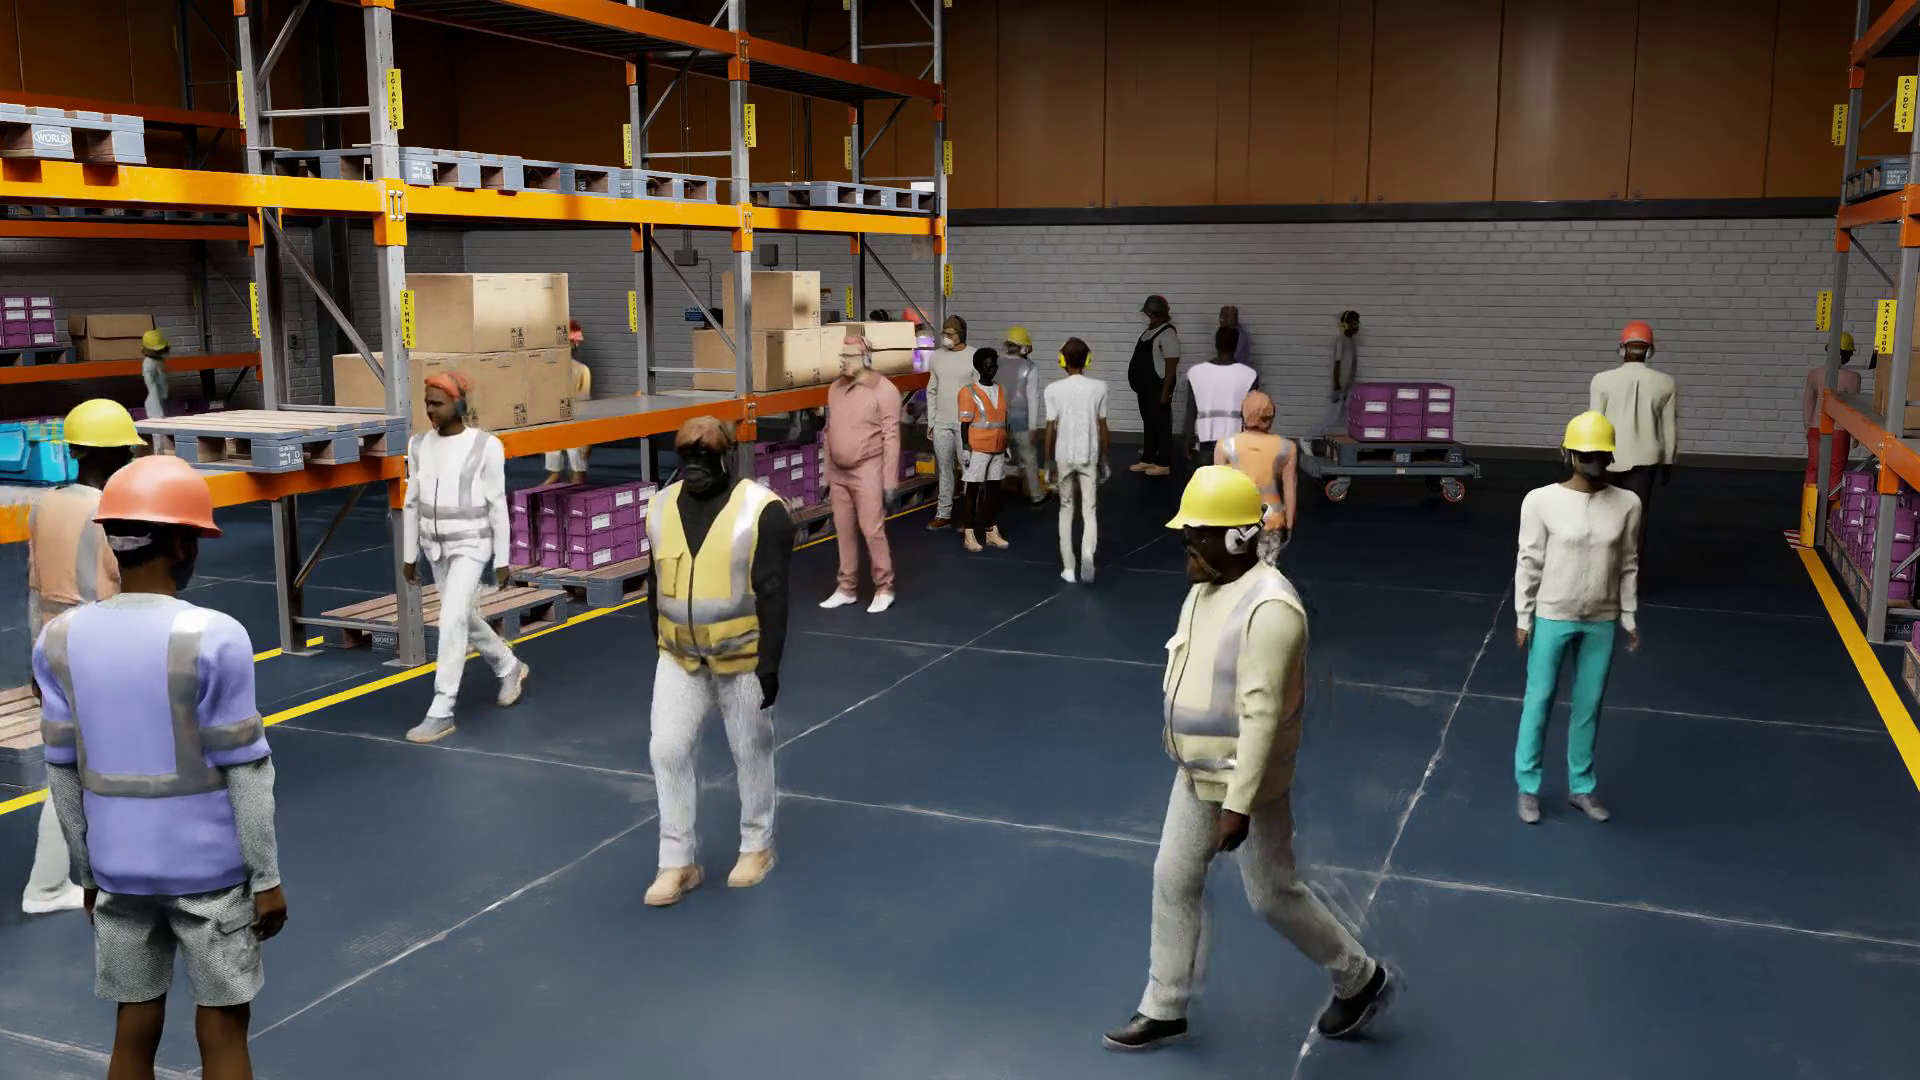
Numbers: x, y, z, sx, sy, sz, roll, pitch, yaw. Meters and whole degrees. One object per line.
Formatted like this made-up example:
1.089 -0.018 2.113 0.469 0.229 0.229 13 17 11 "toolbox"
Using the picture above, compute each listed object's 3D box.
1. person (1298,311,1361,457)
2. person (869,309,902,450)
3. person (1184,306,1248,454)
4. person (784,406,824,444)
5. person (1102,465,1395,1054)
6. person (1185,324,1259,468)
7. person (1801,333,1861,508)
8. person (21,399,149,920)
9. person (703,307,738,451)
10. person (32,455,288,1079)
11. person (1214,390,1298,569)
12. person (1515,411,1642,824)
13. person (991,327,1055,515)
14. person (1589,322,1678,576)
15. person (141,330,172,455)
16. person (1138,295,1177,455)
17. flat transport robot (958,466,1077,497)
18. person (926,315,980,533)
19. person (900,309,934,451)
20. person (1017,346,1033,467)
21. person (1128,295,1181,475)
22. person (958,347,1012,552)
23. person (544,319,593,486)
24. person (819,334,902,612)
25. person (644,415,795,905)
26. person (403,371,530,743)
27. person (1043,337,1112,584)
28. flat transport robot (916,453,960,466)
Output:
4.612 -1.881 20.289 0.877 1.839 0.513 6 11 32 "person"
-0.896 -1.869 20.155 0.490 1.845 0.547 -4 10 -21 "person"
3.215 -1.925 20.420 0.875 1.863 0.659 1 9 5 "person"
-1.748 -1.562 18.527 0.529 1.784 0.957 3 10 19 "person"
0.891 0.664 4.969 0.840 1.799 0.587 -3 10 -18 "person"
2.127 -0.806 13.574 0.600 1.894 0.740 2 10 15 "person"
7.912 -0.992 15.083 0.328 1.767 0.532 -5 11 -29 "person"
-3.134 0.412 6.243 0.609 1.869 0.991 6 11 32 "person"
-2.354 -1.293 16.309 0.608 1.963 0.372 4 10 25 "person"
-1.862 0.761 3.970 0.542 1.928 0.376 1 9 9 "person"
1.754 -0.074 9.916 0.529 1.629 0.449 0 9 3 "person"
2.615 0.335 7.047 0.532 1.766 0.329 0 9 -3 "person"
0.555 -1.135 15.916 0.619 1.782 0.916 6 11 33 "person"
4.859 -0.599 12.107 0.658 1.949 0.954 2 10 13 "person"
-8.399 -1.334 17.364 0.392 1.700 0.648 -2 10 -15 "person"
2.491 -2.073 20.940 0.381 1.994 0.622 7 12 36 "person"
0.468 -0.643 17.489 1.431 0.197 0.652 8 12 40 "flat transport robot"
-0.030 -1.025 14.778 0.627 1.934 0.370 6 11 31 "person"
-0.420 -1.574 18.220 0.714 1.892 0.664 5 10 27 "person"
0.649 -1.408 18.007 0.280 1.631 0.507 -3 10 -16 "person"
2.175 -1.760 18.906 0.536 2.000 0.672 -3 10 -19 "person"
0.214 -0.755 13.856 0.540 1.696 0.315 -8 12 -40 "person"
-3.376 -0.914 14.129 0.564 1.923 0.643 3 10 20 "person"
-0.705 -0.456 11.428 0.662 1.911 0.408 8 12 40 "person"
-0.932 0.454 6.179 0.640 1.818 0.733 3 10 17 "person"
-2.557 0.043 8.585 0.594 1.848 0.939 4 10 23 "person"
0.871 -0.569 12.283 0.531 1.846 0.651 0 9 0 "person"
-0.447 -0.829 18.618 0.652 0.197 1.431 -7 12 -37 "flat transport robot"
